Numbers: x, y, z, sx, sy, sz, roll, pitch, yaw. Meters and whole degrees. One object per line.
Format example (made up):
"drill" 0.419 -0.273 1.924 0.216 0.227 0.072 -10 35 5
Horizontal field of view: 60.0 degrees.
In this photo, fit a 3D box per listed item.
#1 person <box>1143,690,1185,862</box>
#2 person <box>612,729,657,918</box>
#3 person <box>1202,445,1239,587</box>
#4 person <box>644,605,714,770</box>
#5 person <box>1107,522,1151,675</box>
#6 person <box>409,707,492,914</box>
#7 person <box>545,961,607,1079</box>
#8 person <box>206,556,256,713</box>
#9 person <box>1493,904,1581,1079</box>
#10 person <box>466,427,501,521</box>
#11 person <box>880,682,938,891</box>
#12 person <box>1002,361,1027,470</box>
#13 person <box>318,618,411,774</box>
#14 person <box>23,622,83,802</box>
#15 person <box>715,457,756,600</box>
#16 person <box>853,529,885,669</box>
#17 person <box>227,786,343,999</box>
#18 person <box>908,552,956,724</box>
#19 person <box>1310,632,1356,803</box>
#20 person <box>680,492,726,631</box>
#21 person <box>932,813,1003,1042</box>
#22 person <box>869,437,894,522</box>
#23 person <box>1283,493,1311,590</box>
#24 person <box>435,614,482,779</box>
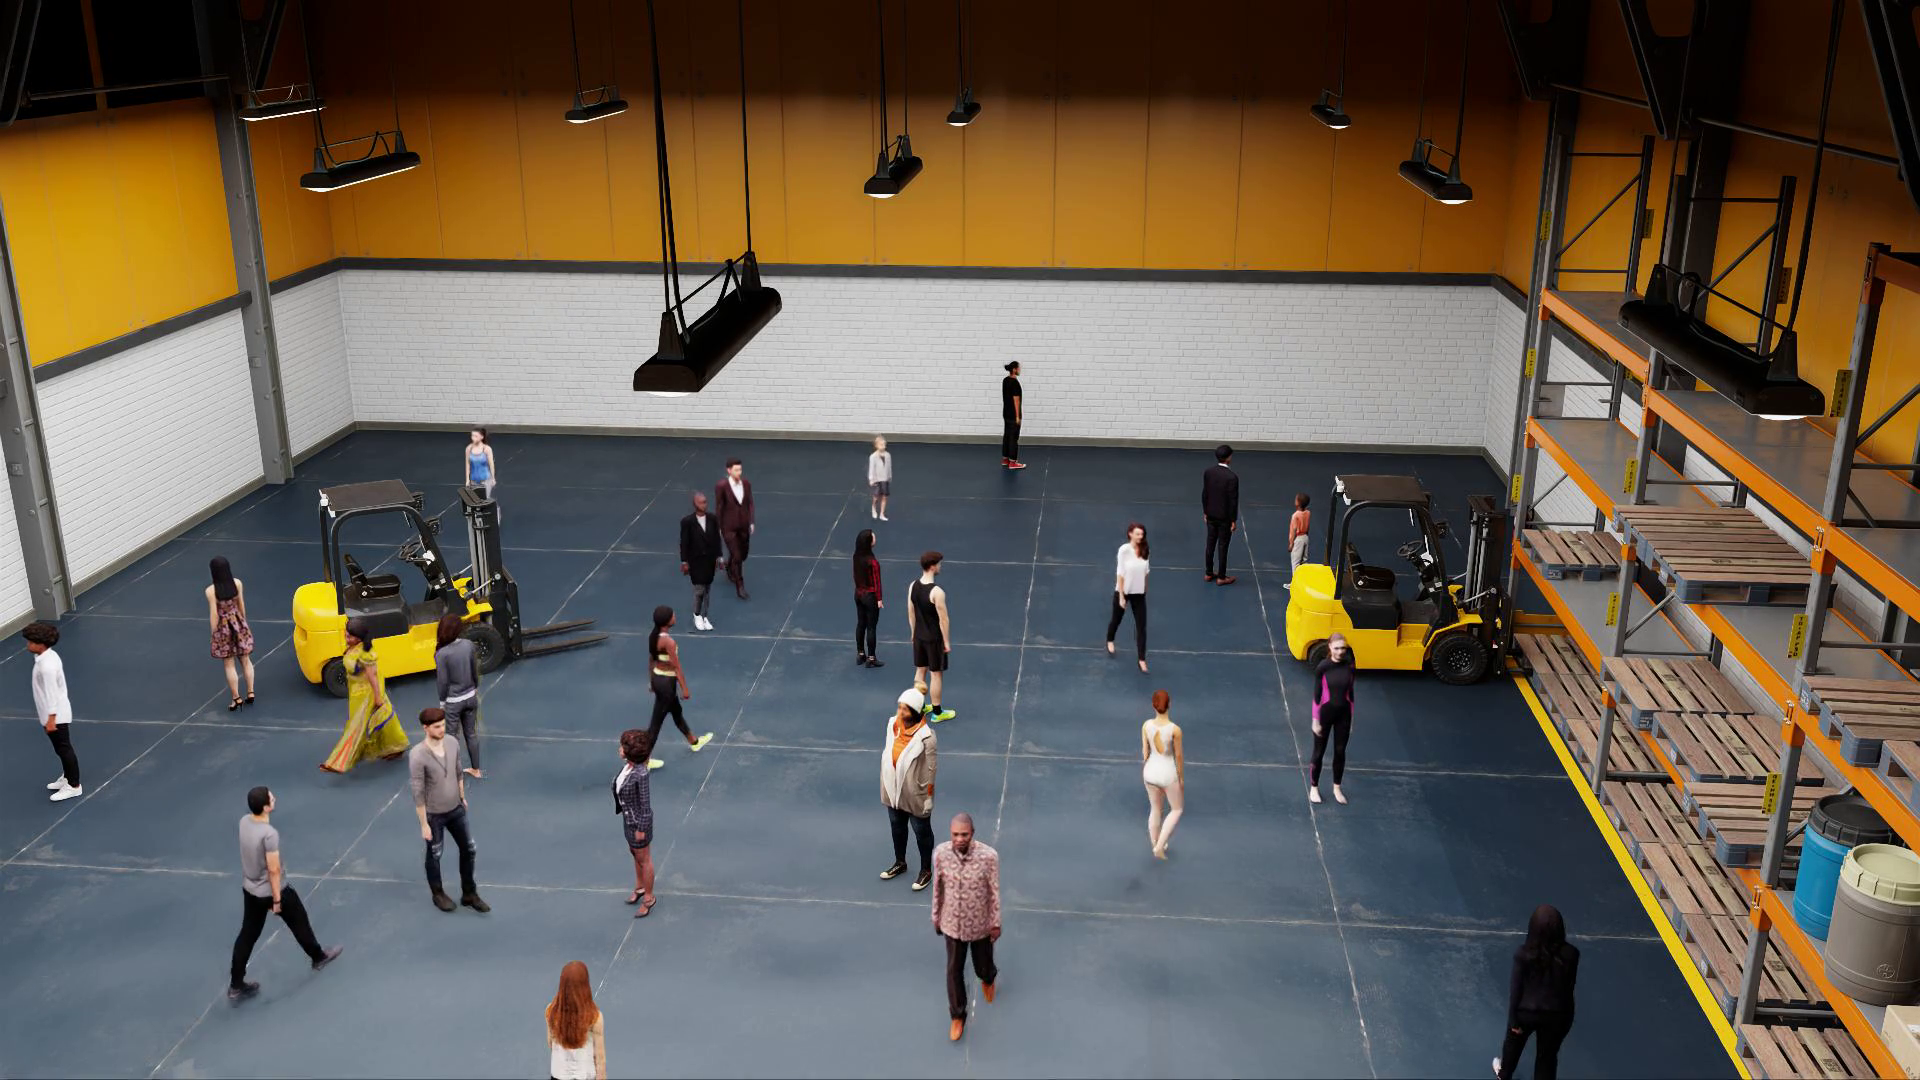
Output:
"person" 1.776 2.151 14.917 0.713 1.632 0.799 12 22 31
"person" -2.738 2.383 14.118 0.762 1.702 0.655 -9 20 -24
"person" 3.422 -0.344 21.934 0.800 1.883 0.760 -17 25 -40
"person" -3.049 1.523 16.661 1.101 1.709 1.081 -13 23 -35
"person" 1.904 0.634 19.232 0.926 1.753 1.190 -7 20 -20
"person" -4.475 2.276 14.146 1.001 1.888 0.951 14 23 35
"person" -2.498 3.545 10.709 0.648 1.678 1.075 3 19 9
"person" -7.940 1.007 18.094 0.851 1.774 0.768 12 22 33
"person" 4.047 3.320 11.512 0.654 1.591 0.869 1 19 3
"person" -6.852 -0.862 23.928 0.677 1.592 0.976 5 19 15
"person" -0.431 2.135 14.580 0.803 1.878 0.829 12 22 33
"person" 0.847 -2.058 27.223 0.766 1.755 0.651 -8 20 -23
"person" -5.886 1.538 16.777 1.261 1.607 1.245 -13 22 -33
"person" -8.806 1.638 16.163 0.787 1.810 0.698 -11 21 -28
"person" -2.949 -0.192 21.552 1.111 1.838 1.202 -13 23 -34
"person" -1.082 0.673 19.268 0.705 1.658 0.659 -17 25 -41
"person" -5.484 2.767 12.968 0.964 1.710 1.242 11 21 29
"person" -0.328 1.035 17.826 0.773 1.892 0.788 15 24 38
"person" 3.608 1.703 16.069 0.592 1.747 0.581 -3 19 -8
"person" -3.209 0.242 20.395 0.784 1.753 0.834 -13 23 -34
"person" 0.078 2.850 12.593 0.758 1.791 0.952 4 19 11
"person" -1.199 -0.917 24.594 0.639 1.270 0.696 -9 21 -25
"person" 4.451 0.015 21.766 0.560 1.310 0.615 -13 23 -34
"person" -4.926 1.572 16.427 0.776 1.766 0.675 12 22 31
